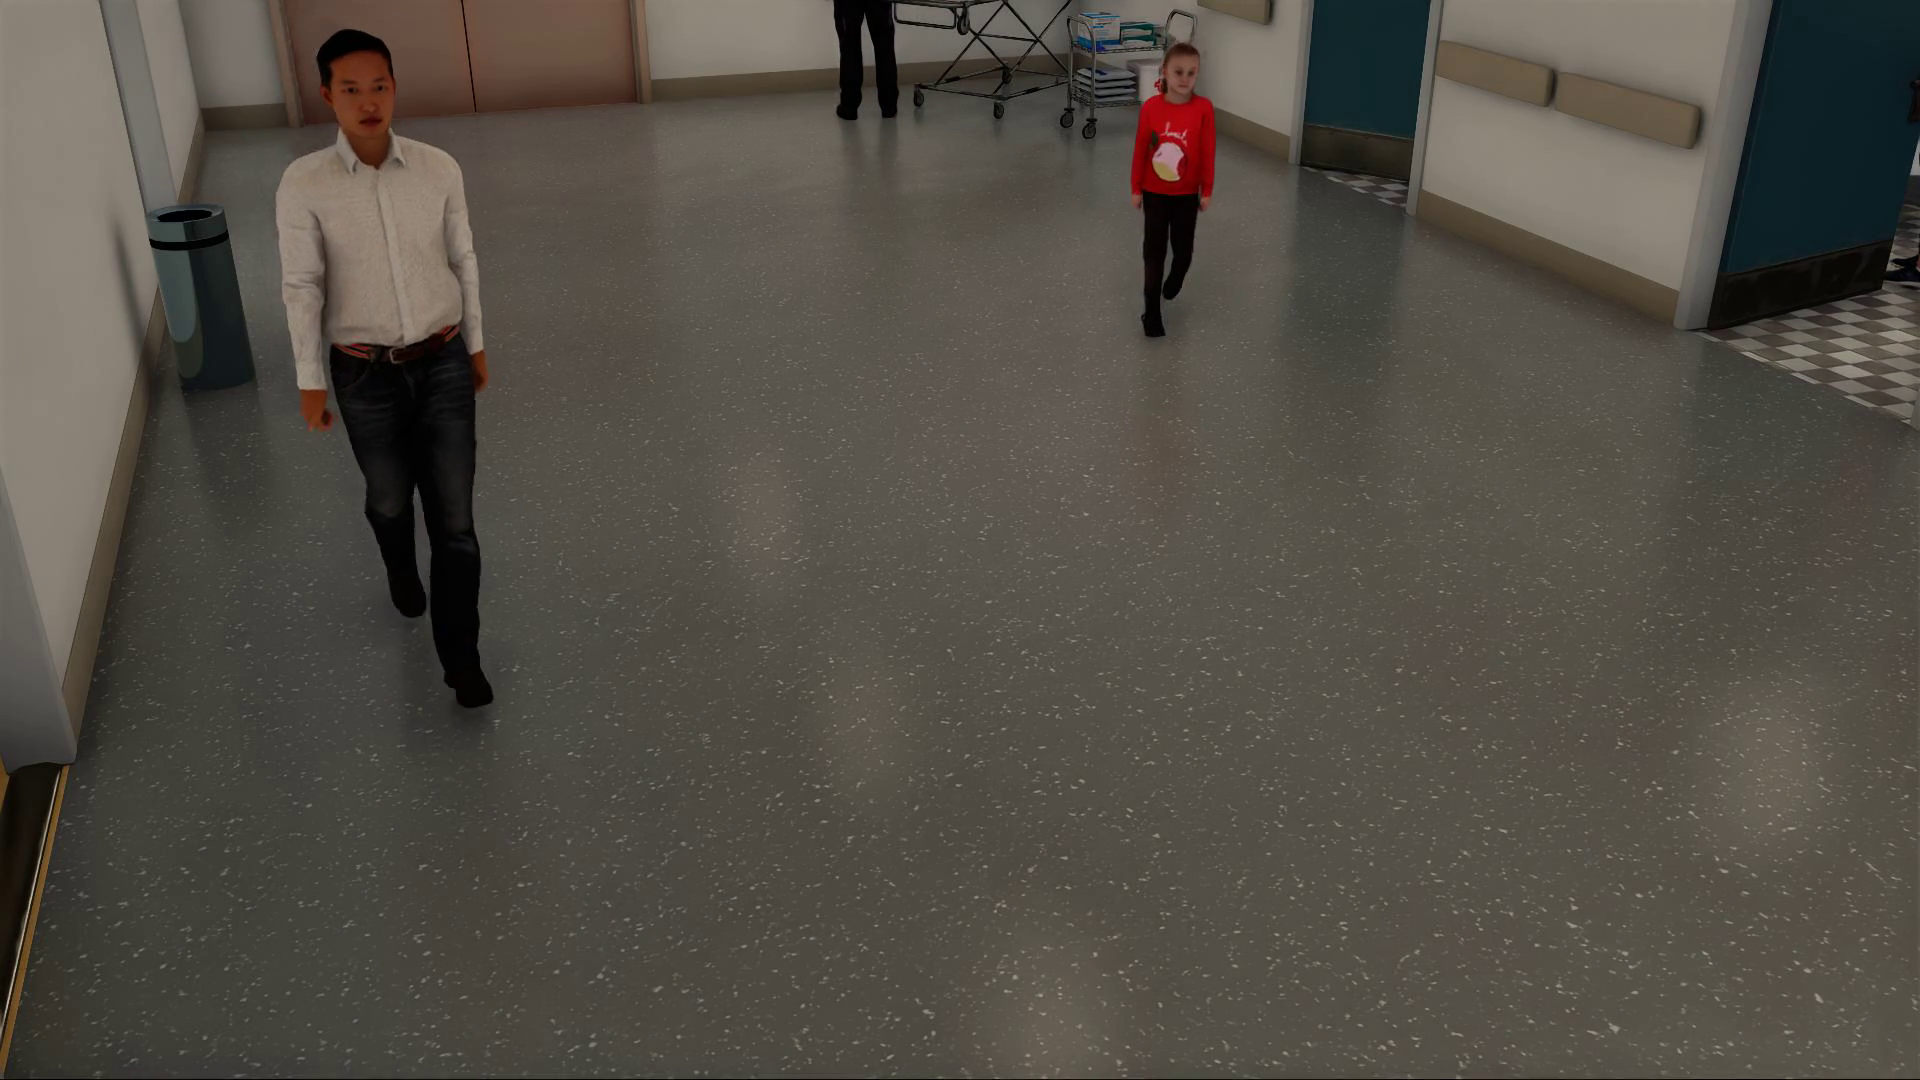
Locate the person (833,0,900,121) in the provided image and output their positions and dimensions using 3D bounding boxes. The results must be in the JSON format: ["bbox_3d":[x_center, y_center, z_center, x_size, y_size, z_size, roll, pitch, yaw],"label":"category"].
[{"bbox_3d":[-0.678,-3.887,11.585,0.752,1.845,0.643,-5,26,-10],"label":"person"}]

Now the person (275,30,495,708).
[{"bbox_3d":[-1.570,-0.477,4.591,0.774,1.779,1.186,-12,28,-24],"label":"person"}]

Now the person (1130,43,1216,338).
[{"bbox_3d":[0.949,-1.580,7.474,0.714,1.262,0.904,3,26,5],"label":"person"}]
